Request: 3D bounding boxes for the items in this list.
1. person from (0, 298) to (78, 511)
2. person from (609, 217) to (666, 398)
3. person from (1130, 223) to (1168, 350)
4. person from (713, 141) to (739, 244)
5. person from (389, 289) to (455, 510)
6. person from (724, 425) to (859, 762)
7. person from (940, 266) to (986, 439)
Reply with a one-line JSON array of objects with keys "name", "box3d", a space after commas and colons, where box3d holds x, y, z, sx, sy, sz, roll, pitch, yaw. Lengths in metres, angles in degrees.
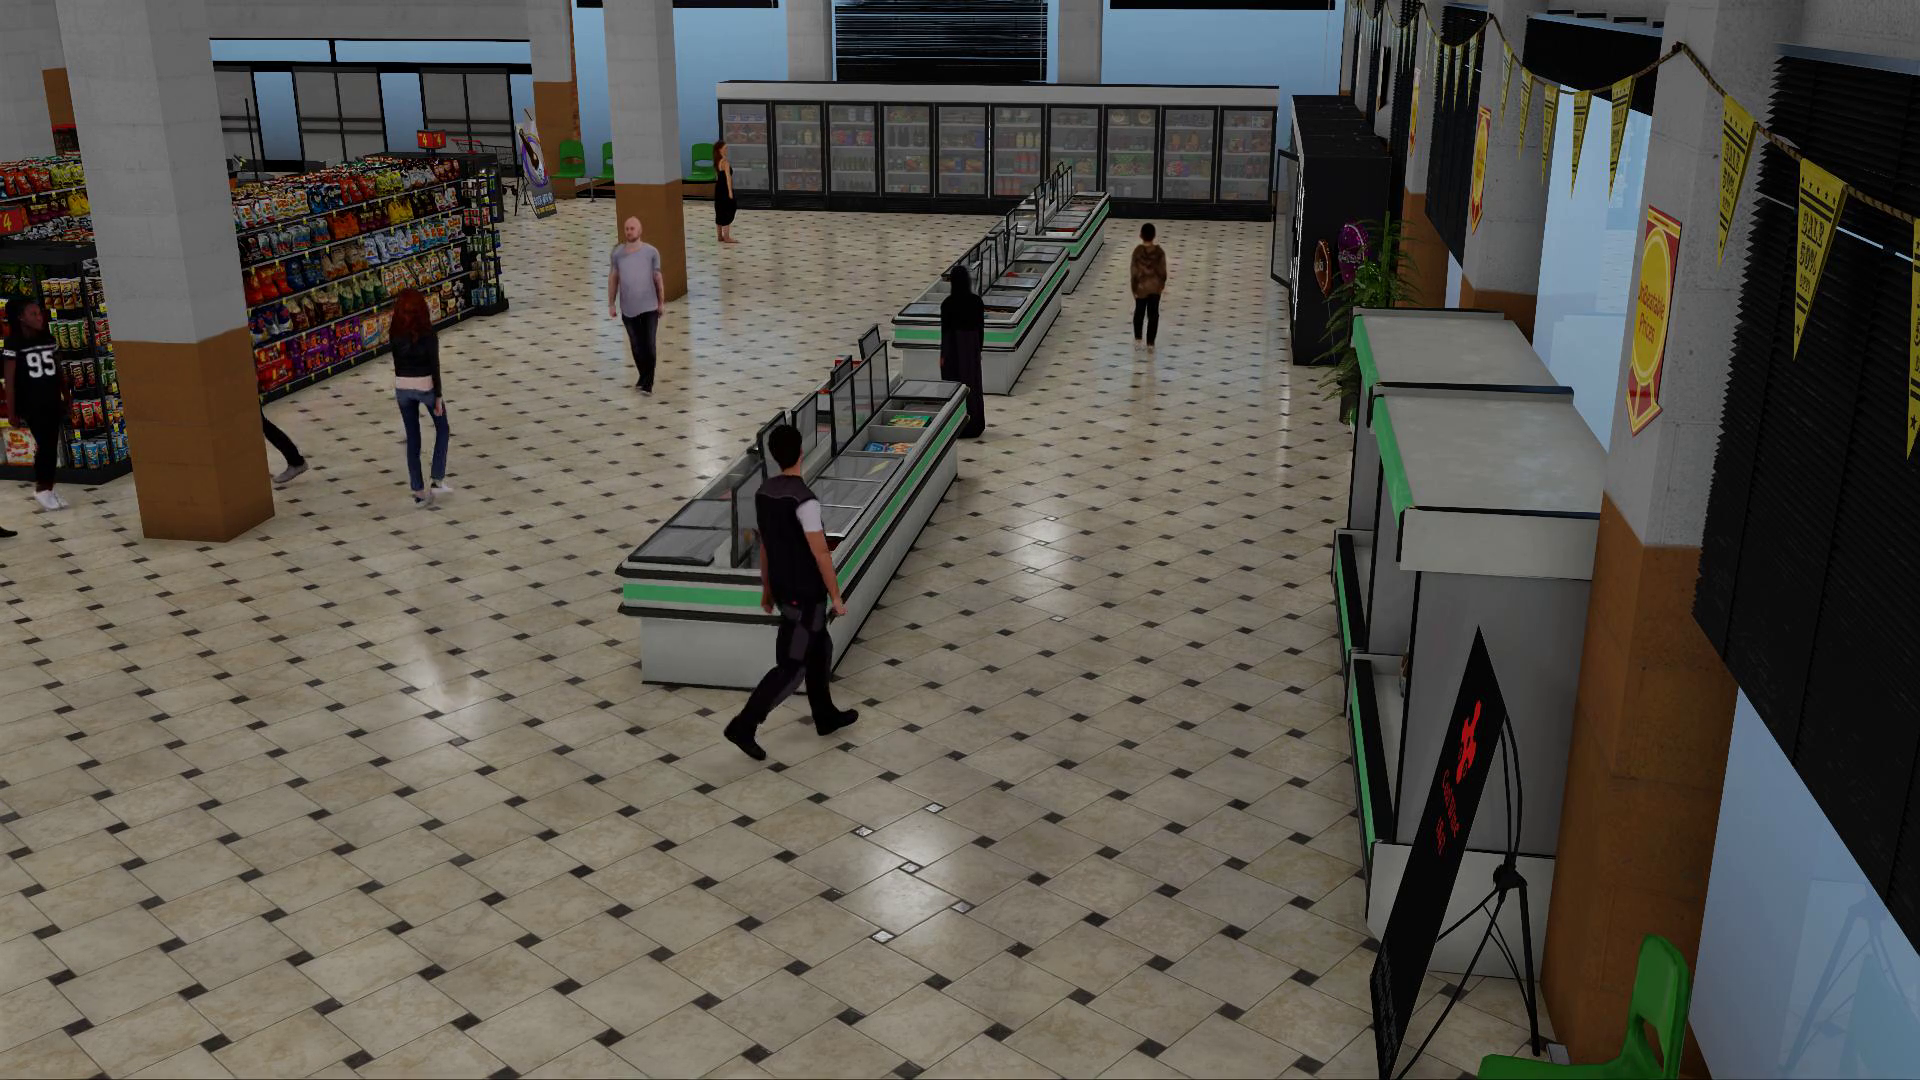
[{"name": "person", "box3d": [-7.470, -1.086, 13.368, 0.777, 1.723, 0.632, 7, 20, 20]}, {"name": "person", "box3d": [-3.291, -2.415, 17.188, 0.753, 1.800, 1.098, 1, 19, 4]}, {"name": "person", "box3d": [2.181, -2.895, 19.204, 0.602, 1.422, 0.973, 2, 19, 6]}, {"name": "person", "box3d": [-3.875, -5.691, 27.175, 0.734, 1.626, 0.668, -11, 22, -30]}, {"name": "person", "box3d": [-4.386, -1.110, 13.355, 0.608, 1.776, 0.654, 1, 19, 4]}, {"name": "person", "box3d": [-0.967, 0.322, 9.060, 1.209, 1.806, 1.150, -11, 21, -29]}, {"name": "person", "box3d": [0.008, -1.762, 15.540, 0.715, 1.616, 0.751, -8, 20, -22]}]
